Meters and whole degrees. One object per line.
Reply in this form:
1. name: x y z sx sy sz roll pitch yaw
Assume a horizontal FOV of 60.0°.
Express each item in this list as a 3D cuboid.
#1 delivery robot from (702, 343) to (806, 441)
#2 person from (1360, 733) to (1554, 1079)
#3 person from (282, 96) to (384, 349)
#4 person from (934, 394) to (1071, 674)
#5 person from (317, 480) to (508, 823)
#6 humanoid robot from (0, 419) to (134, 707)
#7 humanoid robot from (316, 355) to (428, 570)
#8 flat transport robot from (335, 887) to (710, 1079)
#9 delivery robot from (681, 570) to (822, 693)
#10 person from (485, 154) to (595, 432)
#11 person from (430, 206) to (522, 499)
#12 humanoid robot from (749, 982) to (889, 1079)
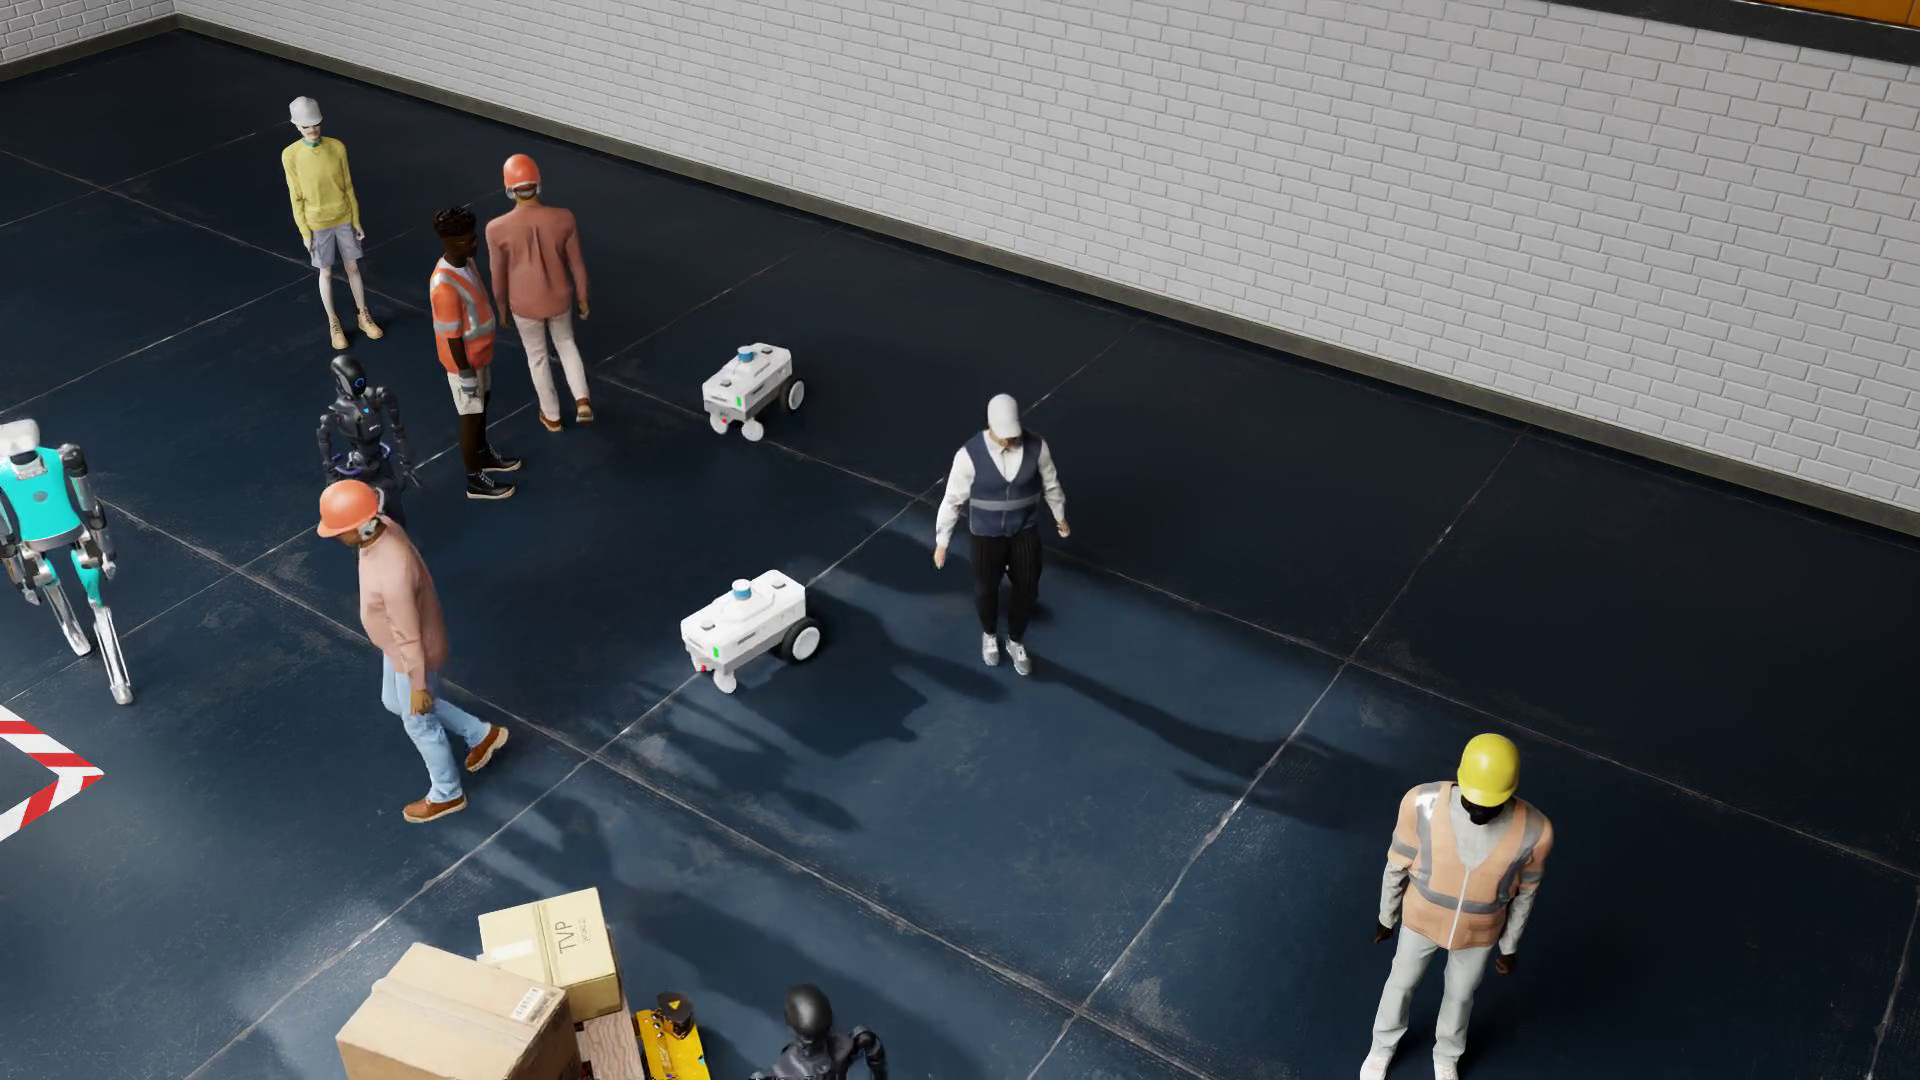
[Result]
1. delivery robot: -1.446 -1.070 11.544 0.515 0.595 0.767 16 38 22
2. person: 1.966 1.519 6.647 0.586 1.927 0.361 9 36 13
3. person: -4.625 -2.332 12.184 0.472 1.892 0.385 -24 41 -30
4. person: 0.240 -0.015 8.999 0.788 1.740 0.597 -6 35 -9
5. person: -2.630 0.514 8.052 0.601 1.962 0.671 -14 37 -19
6. humanoid robot: -4.895 0.027 8.985 0.530 1.770 1.006 -23 41 -29
7. humanoid robot: -3.358 -0.330 9.502 0.333 1.651 0.593 21 40 27
8. flat transport robot: -1.764 2.349 6.906 1.431 0.231 0.659 -11 37 -16
9. delivery robot: -1.194 0.473 9.326 0.514 0.580 0.752 28 44 34
10. person: -2.770 -1.590 11.054 0.615 1.978 0.505 -17 38 -23
11. person: -3.081 -1.179 10.482 0.383 1.957 0.601 -2 35 -4
12. humanoid robot: -0.480 2.200 5.896 0.587 1.644 0.486 -19 39 -25
